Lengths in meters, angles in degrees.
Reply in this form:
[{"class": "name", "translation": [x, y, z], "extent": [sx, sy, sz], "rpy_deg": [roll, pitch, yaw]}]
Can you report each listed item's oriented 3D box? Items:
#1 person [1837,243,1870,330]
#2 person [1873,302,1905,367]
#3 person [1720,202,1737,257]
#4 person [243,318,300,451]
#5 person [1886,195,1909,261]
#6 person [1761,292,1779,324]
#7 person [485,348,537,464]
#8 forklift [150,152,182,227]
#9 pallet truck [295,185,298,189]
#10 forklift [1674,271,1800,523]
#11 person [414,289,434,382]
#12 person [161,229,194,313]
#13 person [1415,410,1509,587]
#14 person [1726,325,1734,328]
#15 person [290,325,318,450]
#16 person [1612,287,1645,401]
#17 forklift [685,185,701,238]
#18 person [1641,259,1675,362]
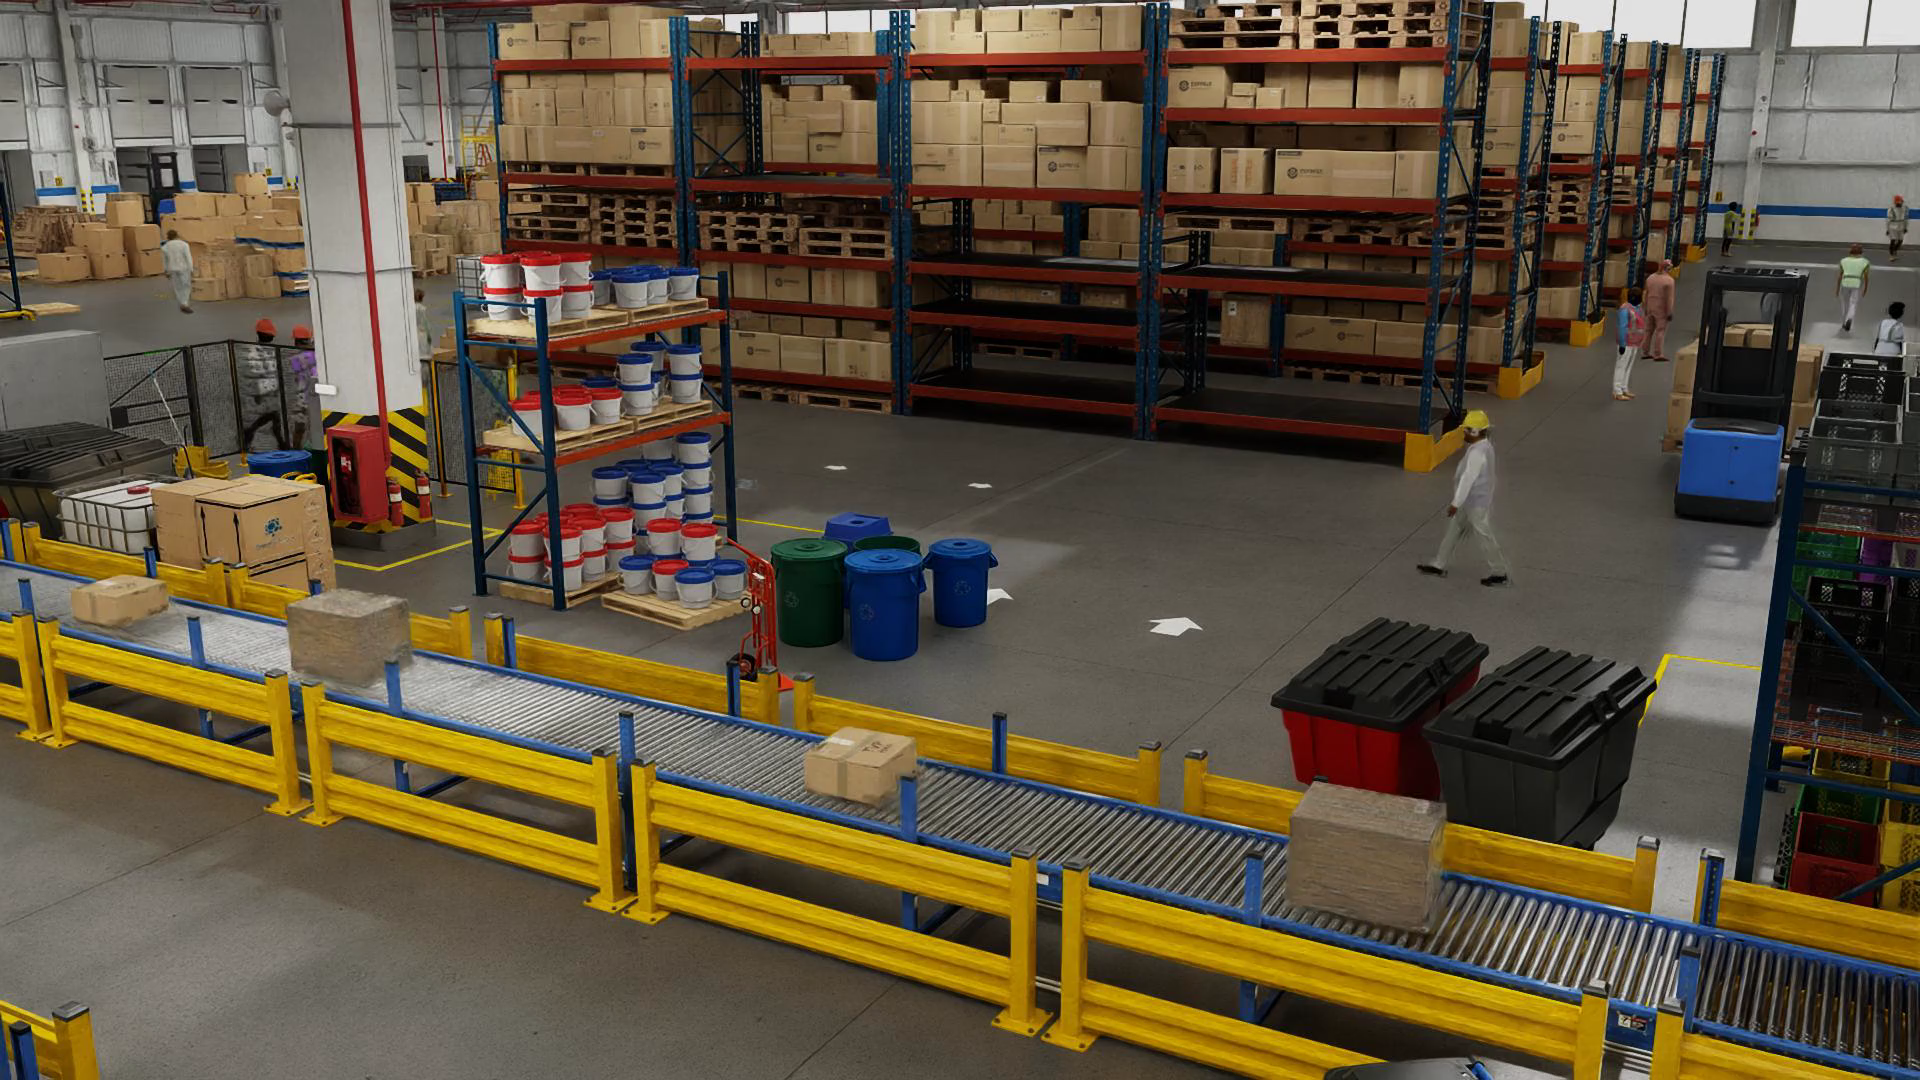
[{"class": "person", "translation": [18.947, -5.373, 35.331], "extent": [0.569, 1.825, 0.766], "rpy_deg": [9, 18, 32]}, {"class": "person", "translation": [14.930, -2.973, 26.620], "extent": [0.863, 1.654, 0.543], "rpy_deg": [-1, 15, -3]}, {"class": "person", "translation": [23.898, -9.648, 51.636], "extent": [0.318, 1.695, 0.539], "rpy_deg": [-1, 15, -2]}, {"class": "person", "translation": [-9.593, -2.099, 22.867], "extent": [0.835, 1.908, 0.551], "rpy_deg": [1, 15, 3]}, {"class": "person", "translation": [28.244, -9.410, 50.180], "extent": [0.674, 1.991, 0.724], "rpy_deg": [1, 15, 4]}, {"class": "person", "translation": [14.652, -3.910, 30.184], "extent": [0.286, 1.635, 0.497], "rpy_deg": [14, 20, 42]}, {"class": "person", "translation": [-6.134, -1.825, 22.437], "extent": [0.833, 1.599, 0.515], "rpy_deg": [4, 15, 13]}, {"class": "forklift", "translation": [-29.895, -13.215, 62.780], "extent": [1.873, 2.768, 1.129], "rpy_deg": [8, 17, 28]}, {"class": "pallet truck", "translation": [-26.804, -14.617, 69.738], "extent": [1.885, 1.965, 0.823], "rpy_deg": [-14, 20, -42]}, {"class": "forklift", "translation": [9.269, -1.763, 19.726], "extent": [1.129, 2.768, 1.873], "rpy_deg": [8, 17, 27]}, {"class": "person", "translation": [-9.325, -3.512, 28.710], "extent": [0.531, 1.620, 0.557], "rpy_deg": [10, 18, 33]}, {"class": "person", "translation": [-17.915, -6.129, 38.036], "extent": [0.690, 1.895, 0.674], "rpy_deg": [-1, 15, -2]}, {"class": "person", "translation": [5.167, -0.425, 16.801], "extent": [0.934, 1.787, 0.585], "rpy_deg": [5, 16, 18]}, {"class": "person", "translation": [10.657, -2.154, 23.365], "extent": [0.585, 1.752, 0.529], "rpy_deg": [4, 15, 14]}, {"class": "person", "translation": [-8.729, -1.935, 22.300], "extent": [1.036, 1.885, 0.552], "rpy_deg": [7, 16, 25]}, {"class": "person", "translation": [10.918, -3.200, 27.122], "extent": [0.430, 1.844, 0.624], "rpy_deg": [13, 20, 41]}, {"class": "forklift", "translation": [-8.347, -9.536, 48.948], "extent": [1.873, 2.768, 1.129], "rpy_deg": [-12, 19, -38]}, {"class": "person", "translation": [13.105, -4.300, 31.153], "extent": [0.399, 1.899, 0.649], "rpy_deg": [-7, 16, -23]}]
